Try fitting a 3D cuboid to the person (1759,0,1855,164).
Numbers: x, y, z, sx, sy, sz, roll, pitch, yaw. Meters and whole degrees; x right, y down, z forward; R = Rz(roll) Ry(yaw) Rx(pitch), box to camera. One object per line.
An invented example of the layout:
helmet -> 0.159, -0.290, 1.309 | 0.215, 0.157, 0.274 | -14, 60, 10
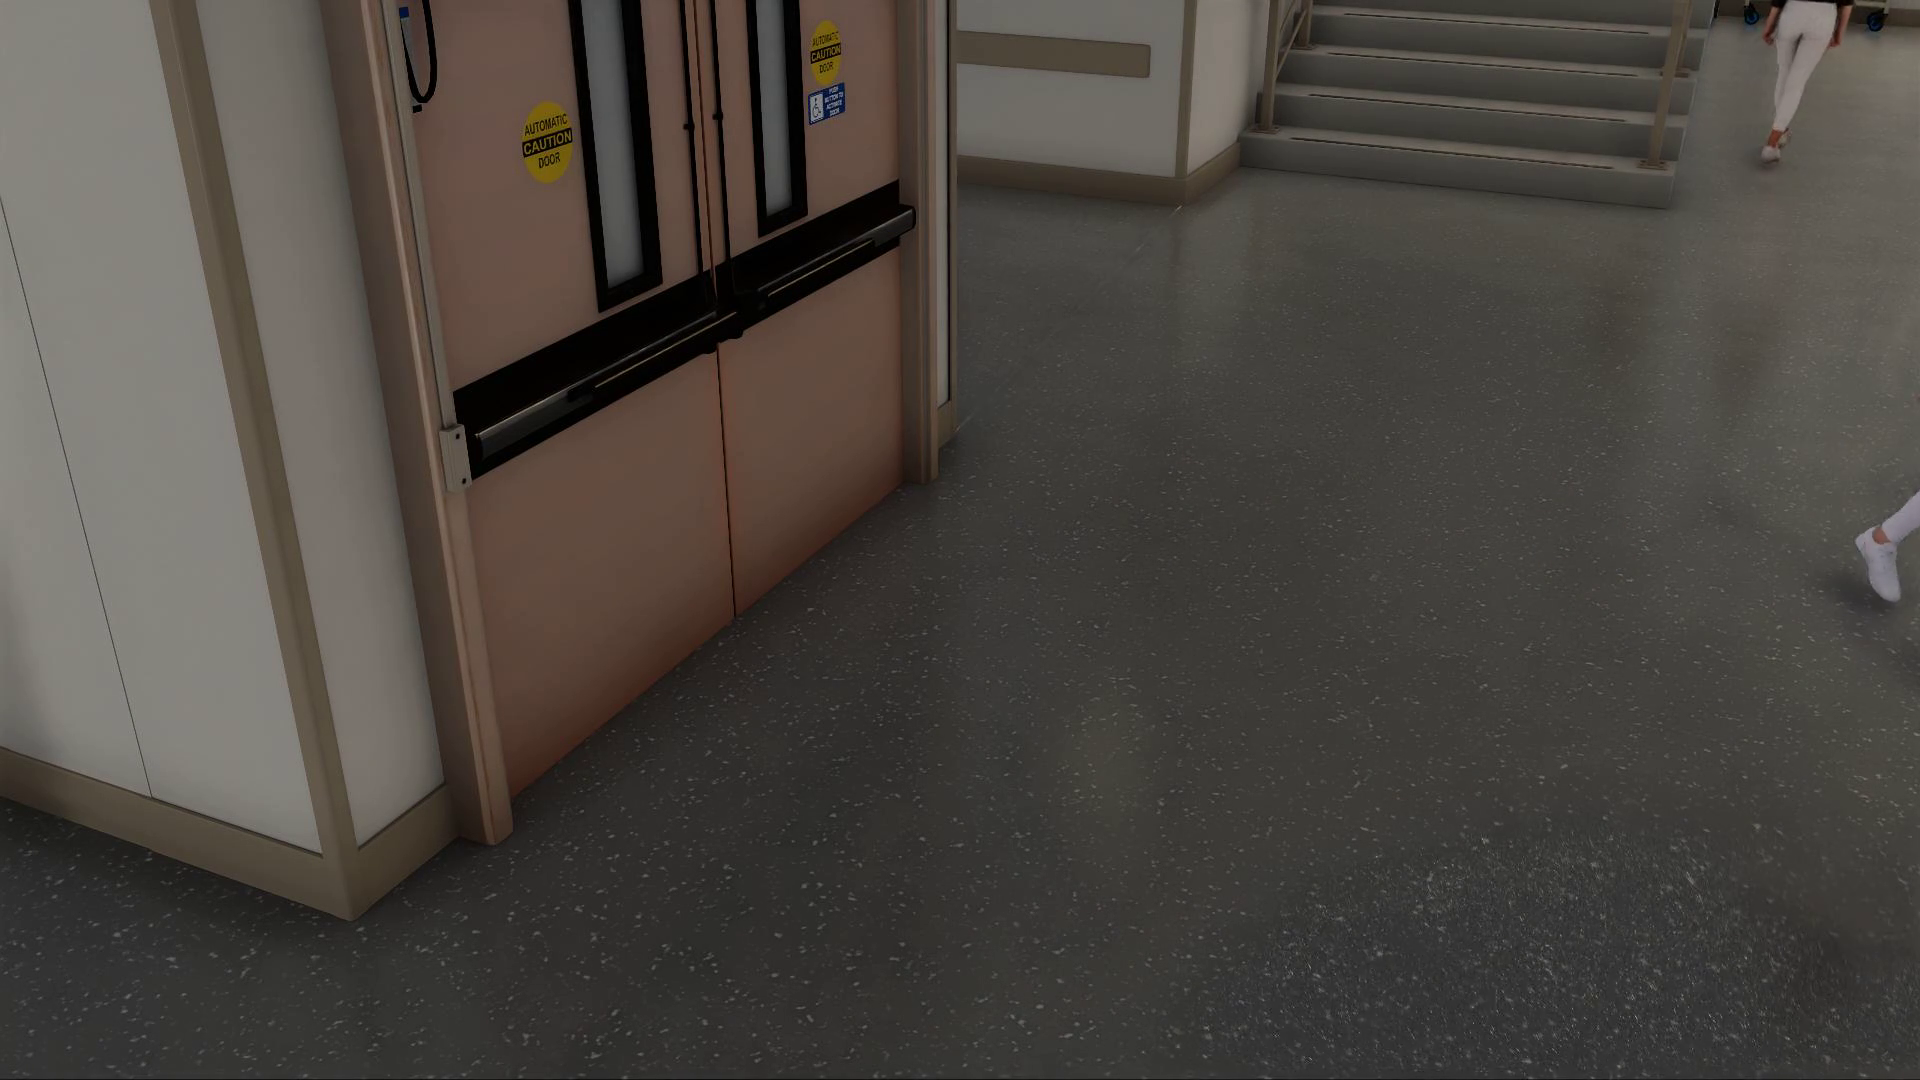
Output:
person -> 5.274, -3.189, 10.400 | 0.745, 1.665, 1.037 | 17, 31, 31
